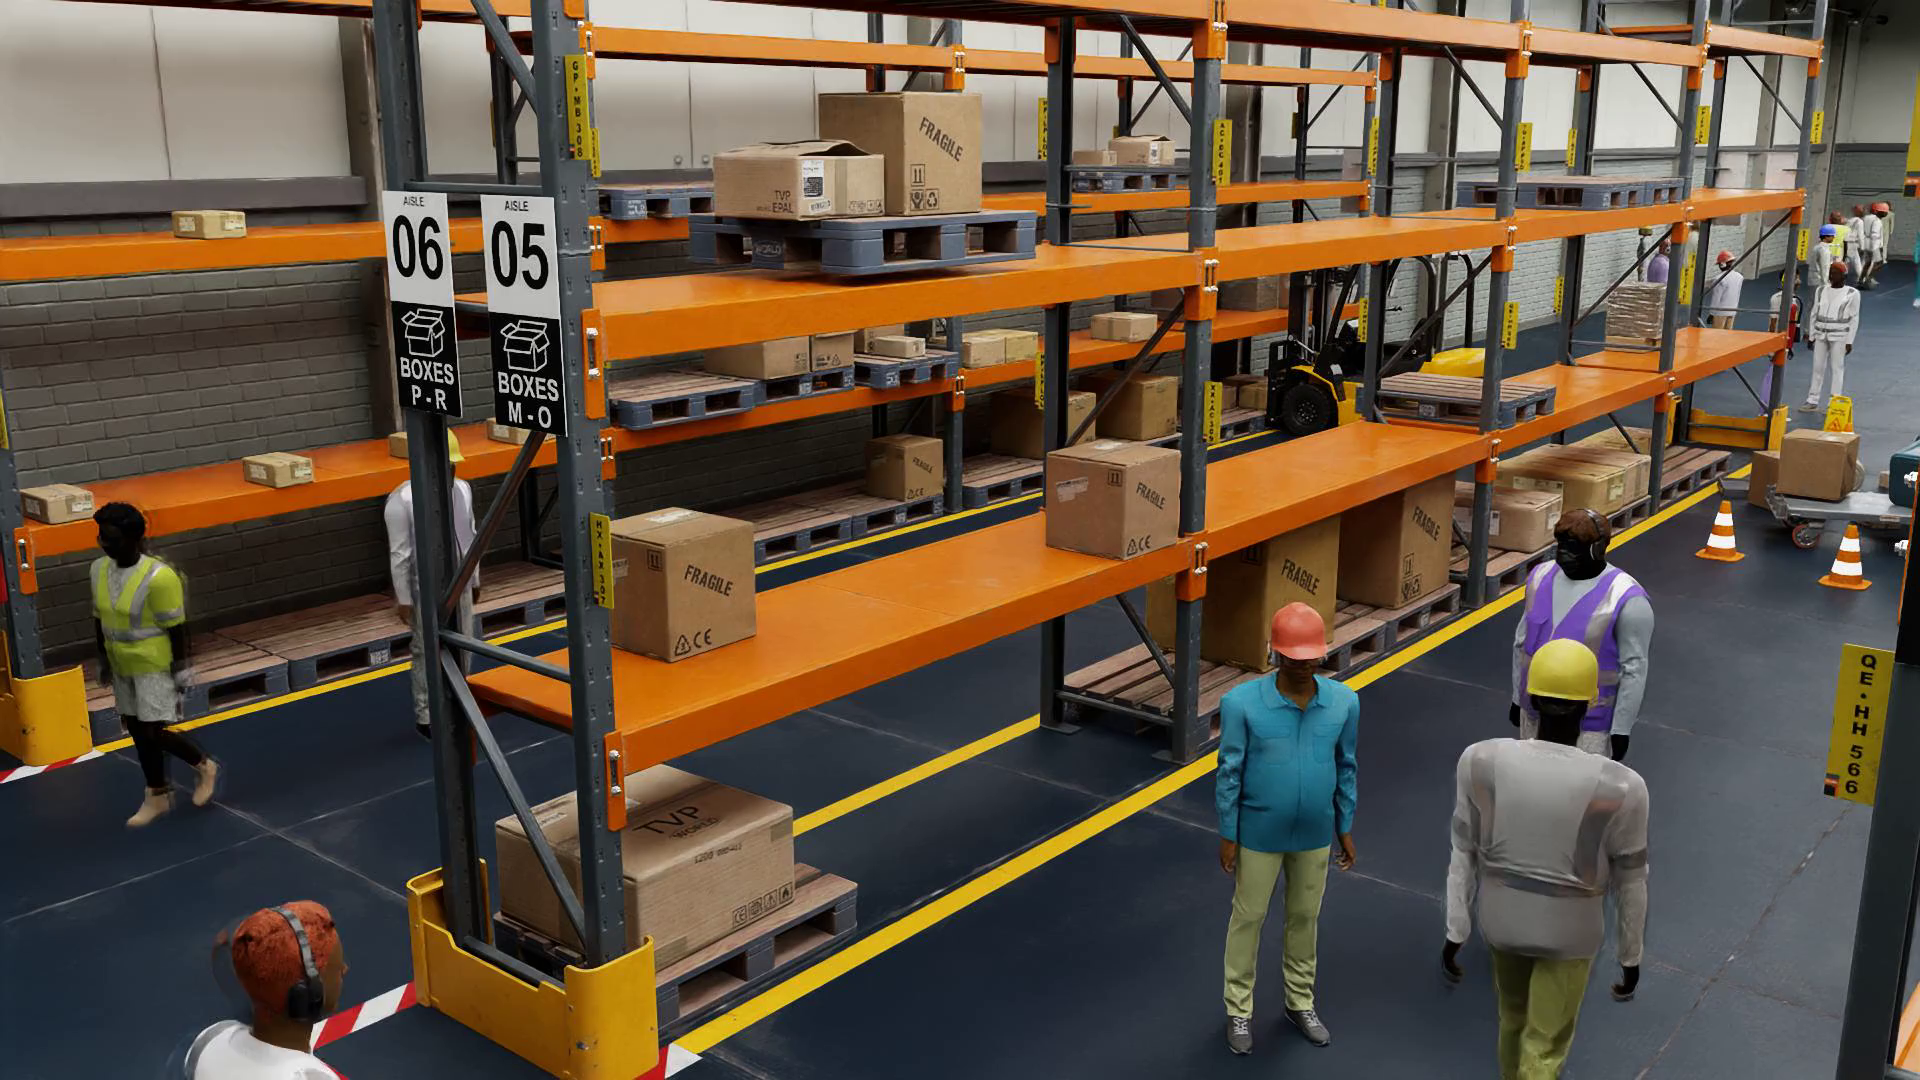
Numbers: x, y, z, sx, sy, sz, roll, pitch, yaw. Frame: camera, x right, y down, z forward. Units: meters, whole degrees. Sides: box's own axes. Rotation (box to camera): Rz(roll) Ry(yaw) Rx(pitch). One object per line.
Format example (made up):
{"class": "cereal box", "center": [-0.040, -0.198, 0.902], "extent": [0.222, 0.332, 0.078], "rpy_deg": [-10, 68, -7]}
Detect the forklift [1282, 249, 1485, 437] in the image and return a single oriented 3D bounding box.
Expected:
{"class": "forklift", "center": [4.886, -2.214, 18.767], "extent": [2.313, 2.155, 1.214], "rpy_deg": [11, 18, 38]}

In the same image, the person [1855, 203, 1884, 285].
{"class": "person", "center": [20.713, -6.698, 37.724], "extent": [0.746, 1.856, 0.634], "rpy_deg": [-1, 14, -2]}

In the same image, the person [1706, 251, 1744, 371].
{"class": "person", "center": [11.095, -3.326, 24.223], "extent": [0.561, 1.742, 0.336], "rpy_deg": [-8, 16, -29]}

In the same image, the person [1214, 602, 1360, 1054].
{"class": "person", "center": [1.234, 1.079, 6.268], "extent": [0.561, 1.752, 0.326], "rpy_deg": [-2, 14, -10]}

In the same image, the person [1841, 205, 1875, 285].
{"class": "person", "center": [20.053, -6.575, 37.276], "extent": [1.006, 1.831, 0.599], "rpy_deg": [2, 14, 8]}

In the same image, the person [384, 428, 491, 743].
{"class": "person", "center": [-2.968, 0.252, 9.501], "extent": [0.404, 1.823, 0.608], "rpy_deg": [9, 16, 32]}

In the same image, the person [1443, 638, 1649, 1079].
{"class": "person", "center": [1.859, 1.243, 5.338], "extent": [0.600, 1.889, 0.961], "rpy_deg": [9, 16, 32]}

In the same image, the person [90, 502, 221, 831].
{"class": "person", "center": [-4.055, 0.617, 8.289], "extent": [0.543, 1.685, 0.399], "rpy_deg": [6, 15, 24]}

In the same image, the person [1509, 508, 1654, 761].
{"class": "person", "center": [2.697, 0.760, 7.383], "extent": [0.429, 1.842, 0.636], "rpy_deg": [-9, 16, -32]}

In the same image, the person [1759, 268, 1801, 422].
{"class": "person", "center": [9.835, -2.328, 19.899], "extent": [0.514, 1.872, 0.328], "rpy_deg": [-12, 18, -40]}

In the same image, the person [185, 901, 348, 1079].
{"class": "person", "center": [-1.387, 1.653, 3.751], "extent": [0.610, 1.836, 0.954], "rpy_deg": [10, 17, 35]}

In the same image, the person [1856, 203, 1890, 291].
{"class": "person", "center": [20.015, -6.411, 36.437], "extent": [0.528, 1.915, 0.556], "rpy_deg": [4, 14, 17]}

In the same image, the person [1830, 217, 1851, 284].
{"class": "person", "center": [19.102, -6.183, 36.110], "extent": [0.688, 1.618, 0.535], "rpy_deg": [-4, 14, -18]}

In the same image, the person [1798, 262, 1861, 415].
{"class": "person", "center": [10.739, -2.483, 20.505], "extent": [0.362, 1.882, 0.576], "rpy_deg": [-8, 16, -31]}

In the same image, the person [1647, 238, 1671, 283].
{"class": "person", "center": [10.406, -3.528, 24.745], "extent": [0.398, 1.899, 0.647], "rpy_deg": [2, 14, 10]}

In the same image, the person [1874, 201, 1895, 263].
{"class": "person", "center": [24.530, -8.185, 44.234], "extent": [0.507, 1.632, 0.272], "rpy_deg": [9, 17, 33]}

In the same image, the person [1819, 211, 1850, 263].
{"class": "person", "center": [17.829, -5.788, 34.027], "extent": [0.565, 1.850, 0.390], "rpy_deg": [5, 15, 21]}

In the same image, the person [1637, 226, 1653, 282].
{"class": "person", "center": [13.250, -5.314, 32.319], "extent": [0.320, 1.742, 0.492], "rpy_deg": [7, 15, 26]}

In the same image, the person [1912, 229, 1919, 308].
{"class": "person", "center": [19.240, -5.540, 32.936], "extent": [0.612, 1.897, 0.633], "rpy_deg": [8, 16, 29]}

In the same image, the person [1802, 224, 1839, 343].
{"class": "person", "center": [14.234, -4.240, 27.524], "extent": [0.388, 1.948, 0.605], "rpy_deg": [2, 14, 10]}

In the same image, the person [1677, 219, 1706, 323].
{"class": "person", "center": [13.297, -4.873, 30.195], "extent": [0.843, 1.902, 0.695], "rpy_deg": [-5, 15, -20]}
